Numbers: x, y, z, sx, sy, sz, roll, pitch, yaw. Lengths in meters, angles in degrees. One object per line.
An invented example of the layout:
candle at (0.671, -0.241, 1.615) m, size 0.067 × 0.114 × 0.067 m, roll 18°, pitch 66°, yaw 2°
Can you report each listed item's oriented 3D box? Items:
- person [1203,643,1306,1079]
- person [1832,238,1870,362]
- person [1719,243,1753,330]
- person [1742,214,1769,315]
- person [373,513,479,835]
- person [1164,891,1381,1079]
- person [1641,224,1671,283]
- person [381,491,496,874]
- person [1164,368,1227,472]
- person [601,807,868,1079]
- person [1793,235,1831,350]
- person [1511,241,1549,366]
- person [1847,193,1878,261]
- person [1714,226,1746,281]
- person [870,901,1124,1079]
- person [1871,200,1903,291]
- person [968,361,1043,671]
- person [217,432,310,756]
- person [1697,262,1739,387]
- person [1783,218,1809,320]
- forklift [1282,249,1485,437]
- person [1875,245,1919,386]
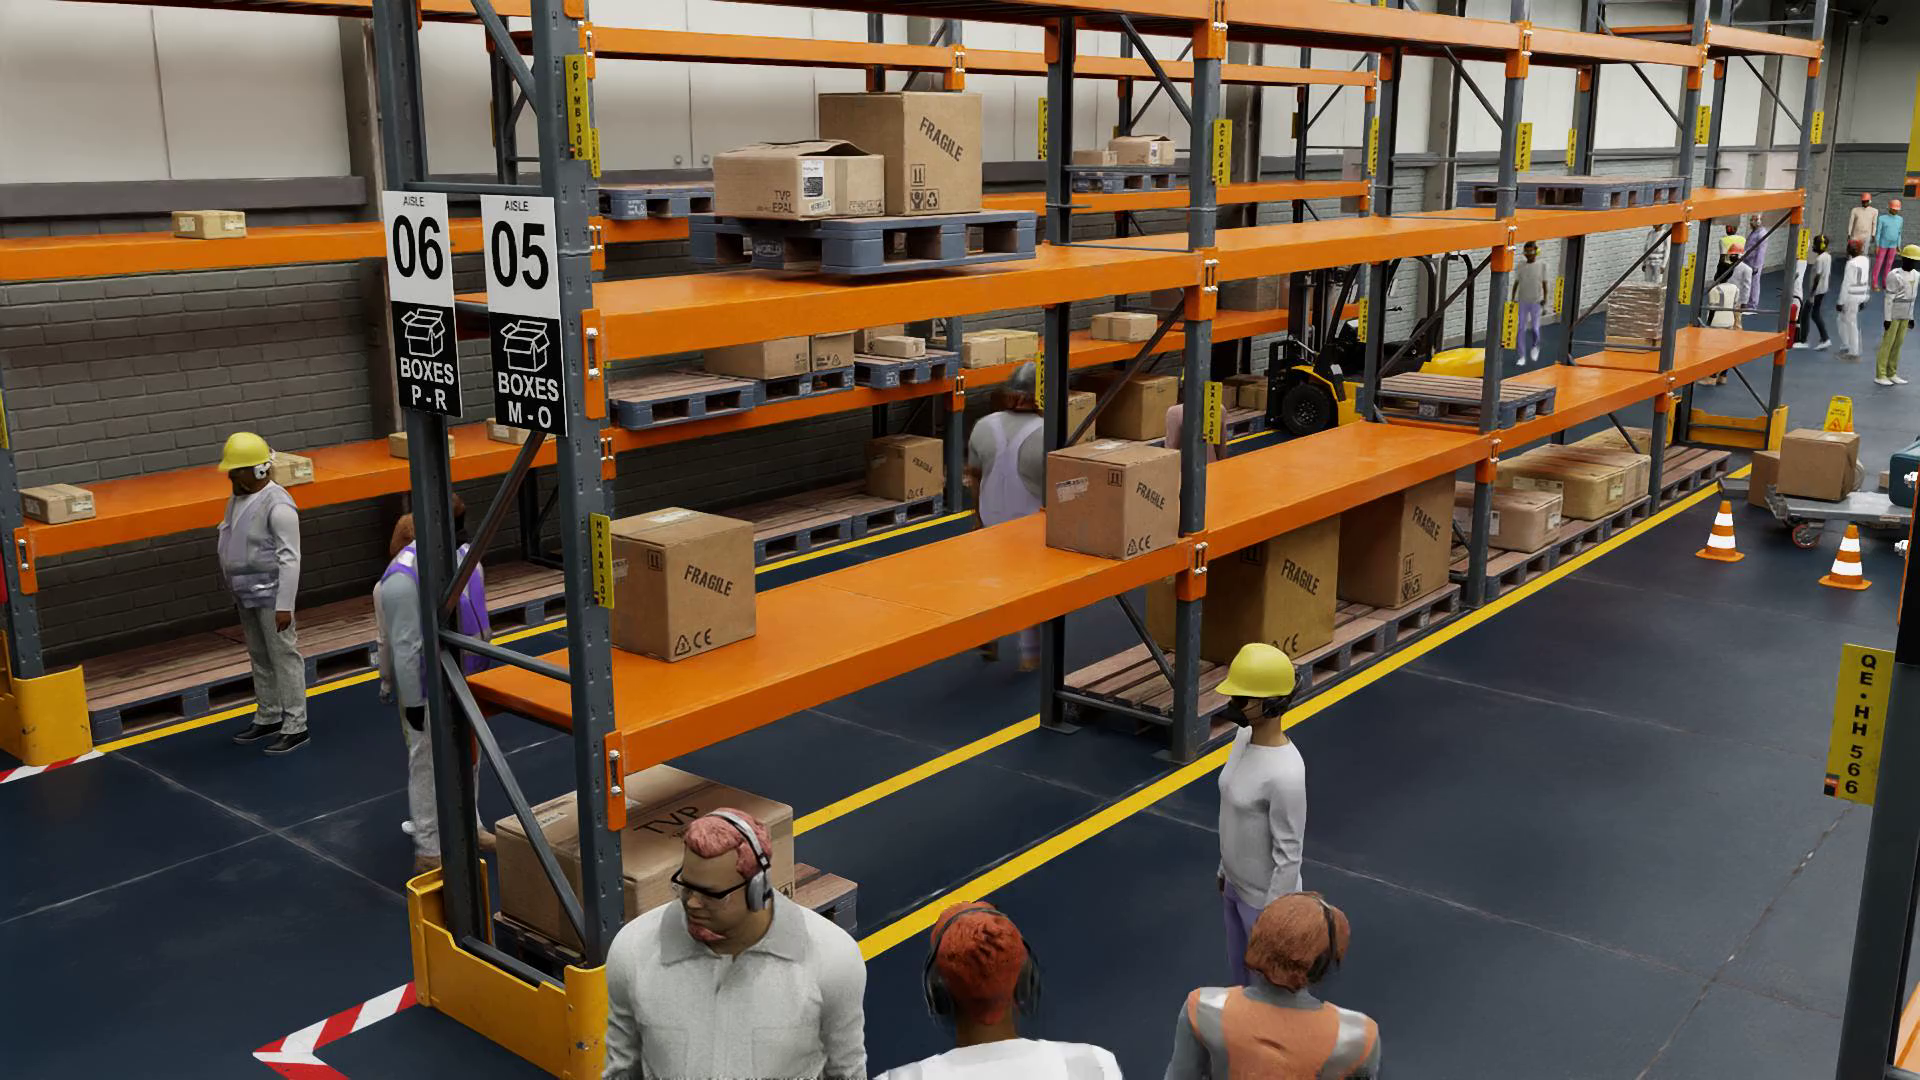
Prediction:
person at (1.008, 1.206, 5.728) m, size 0.310 × 1.769 × 0.525 m, roll -3°, pitch 14°, yaw -10°
person at (13.525, -3.656, 25.306) m, size 0.600 × 1.865 × 0.591 m, roll -11°, pitch 18°, yaw -39°
person at (11.981, -3.724, 25.821) m, size 0.338 × 1.752 × 0.564 m, roll -5°, pitch 15°, yaw -20°
person at (15.139, -5.268, 31.793) m, size 0.410 × 1.909 × 0.643 m, roll 2°, pitch 14°, yaw 6°
person at (-2.611, 0.666, 8.192) m, size 0.506 × 1.635 × 0.278 m, roll -11°, pitch 18°, yaw -38°
person at (0.777, 1.639, 4.290) m, size 0.553 × 1.611 × 0.572 m, roll 4°, pitch 14°, yaw 17°
person at (13.372, -5.312, 32.026) m, size 0.355 × 1.882 × 0.575 m, roll -6°, pitch 15°, yaw -23°
person at (-2.410, 0.661, 7.817) m, size 0.430 × 1.836 × 0.639 m, roll 4°, pitch 14°, yaw 17°
person at (1.788, -0.495, 12.689) m, size 0.539 × 1.755 × 0.374 m, roll -7°, pitch 15°, yaw -25°
person at (-0.545, 1.548, 4.051) m, size 0.642 × 1.905 × 0.399 m, roll 0°, pitch 14°, yaw 1°
person at (13.711, -3.944, 26.575) m, size 0.649 × 1.827 × 0.596 m, roll 13°, pitch 19°, yaw 43°
person at (8.523, -3.546, 24.882) m, size 0.558 × 1.857 × 0.462 m, roll 7°, pitch 16°, yaw 28°
person at (21.829, -7.395, 40.271) m, size 0.622 × 1.994 × 0.381 m, roll 6°, pitch 15°, yaw 23°
person at (14.162, -4.950, 30.618) m, size 0.563 × 1.849 × 0.390 m, roll -6°, pitch 15°, yaw -23°
person at (0.064, 1.673, 3.638) m, size 0.608 × 1.848 × 0.794 m, roll -2°, pitch 14°, yaw -9°
person at (20.333, -6.448, 36.436) m, size 0.611 × 1.985 × 0.393 m, roll -2°, pitch 14°, yaw -7°
person at (0.420, -0.149, 10.676) m, size 0.710 × 2.000 × 0.550 m, roll 8°, pitch 16°, yaw 29°
person at (-3.912, 0.293, 9.310) m, size 0.588 × 1.830 × 0.404 m, roll 11°, pitch 18°, yaw 38°
person at (10.399, -2.946, 22.777) m, size 0.532 × 1.696 × 0.319 m, roll -8°, pitch 16°, yaw -30°
person at (15.522, -5.056, 30.963) m, size 0.396 × 1.898 × 0.642 m, roll 4°, pitch 14°, yaw 15°
forklift at (4.886, -2.214, 18.767) m, size 2.313 × 2.155 × 1.214 m, roll 11°, pitch 18°, yaw 38°
person at (12.963, -3.099, 22.926) m, size 0.589 × 1.924 × 0.383 m, roll -7°, pitch 15°, yaw -26°
